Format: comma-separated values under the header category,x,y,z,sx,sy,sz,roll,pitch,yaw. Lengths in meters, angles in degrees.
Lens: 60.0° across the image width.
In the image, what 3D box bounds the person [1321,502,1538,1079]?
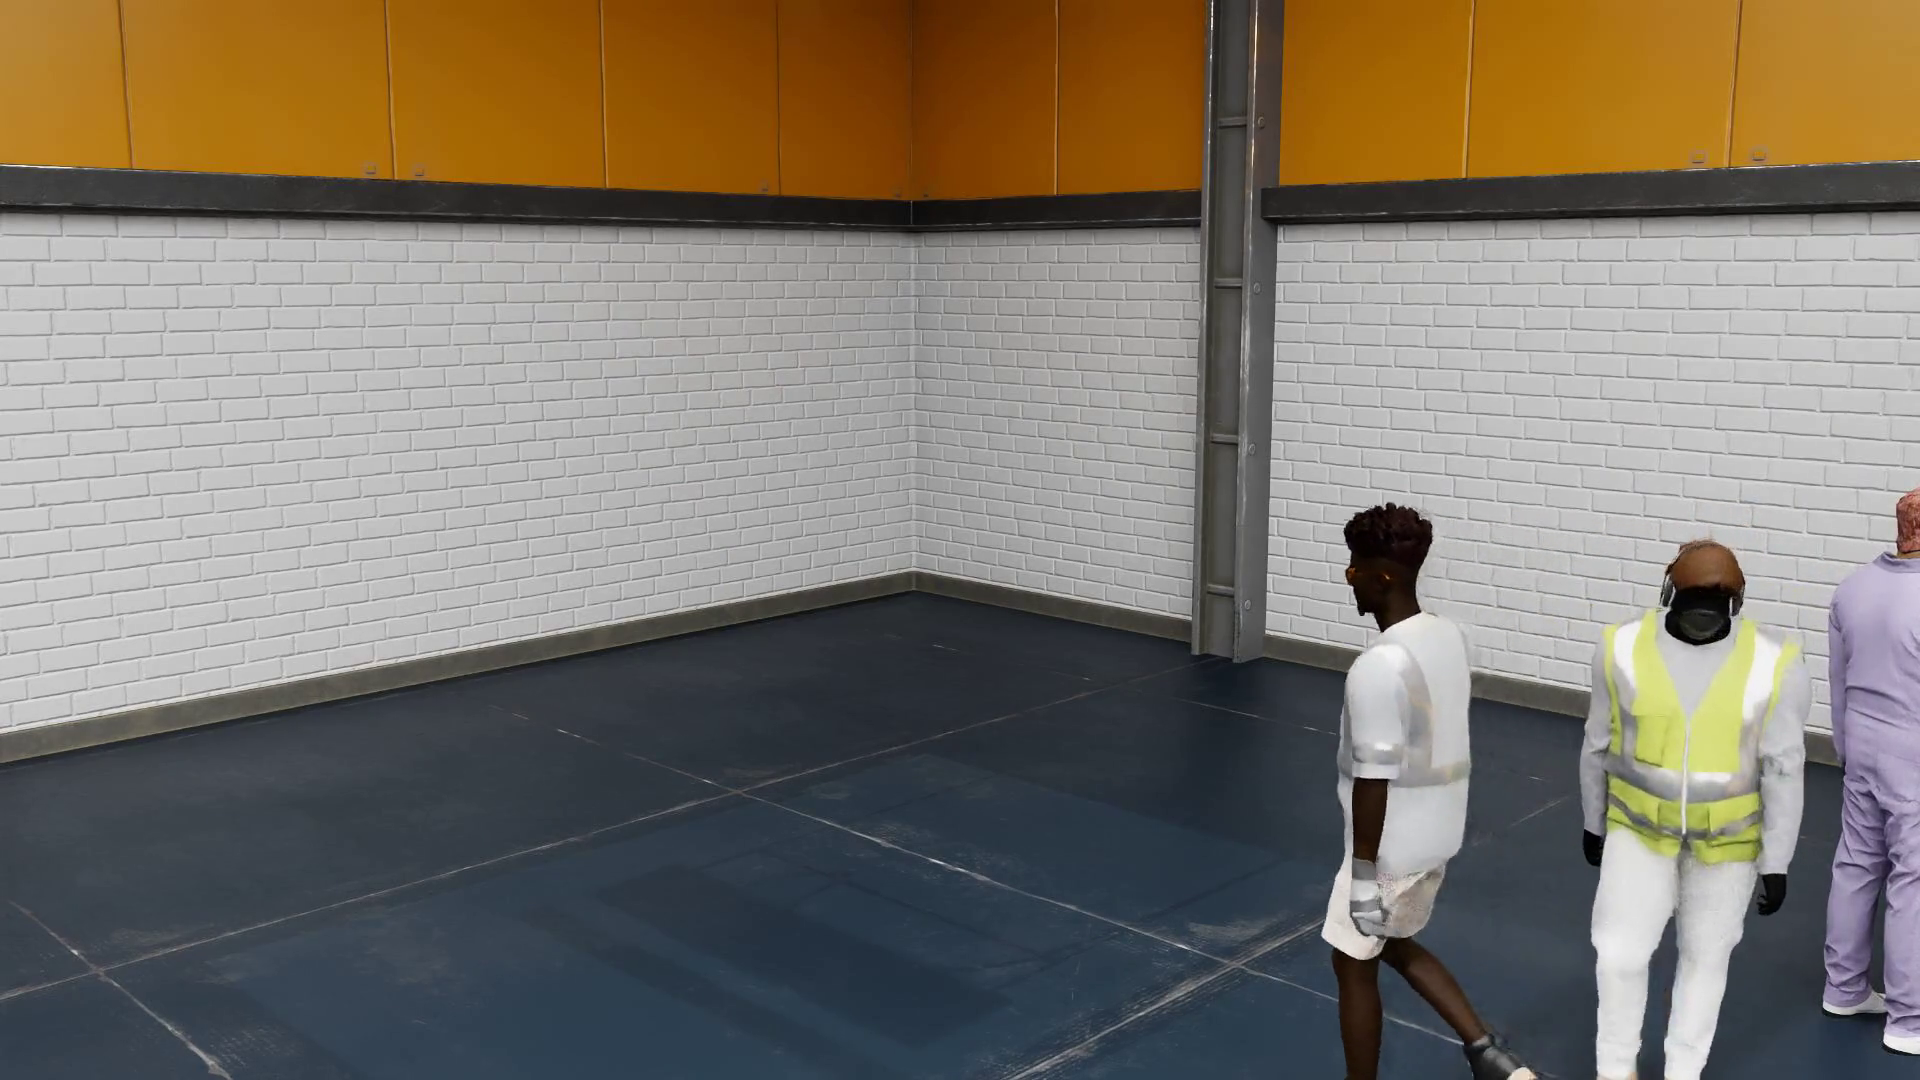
category,x,y,z,sx,sy,sz,roll,pitch,yaw
person,1.326,0.864,4.807,0.622,1.943,0.637,8,12,40

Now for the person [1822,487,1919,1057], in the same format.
category,x,y,z,sx,sy,sz,roll,pitch,yaw
person,3.200,0.757,5.579,0.406,1.910,0.639,-2,9,-9

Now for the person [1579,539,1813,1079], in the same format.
category,x,y,z,sx,sy,sz,roll,pitch,yaw
person,2.150,0.903,4.954,0.624,1.813,0.571,5,10,26
